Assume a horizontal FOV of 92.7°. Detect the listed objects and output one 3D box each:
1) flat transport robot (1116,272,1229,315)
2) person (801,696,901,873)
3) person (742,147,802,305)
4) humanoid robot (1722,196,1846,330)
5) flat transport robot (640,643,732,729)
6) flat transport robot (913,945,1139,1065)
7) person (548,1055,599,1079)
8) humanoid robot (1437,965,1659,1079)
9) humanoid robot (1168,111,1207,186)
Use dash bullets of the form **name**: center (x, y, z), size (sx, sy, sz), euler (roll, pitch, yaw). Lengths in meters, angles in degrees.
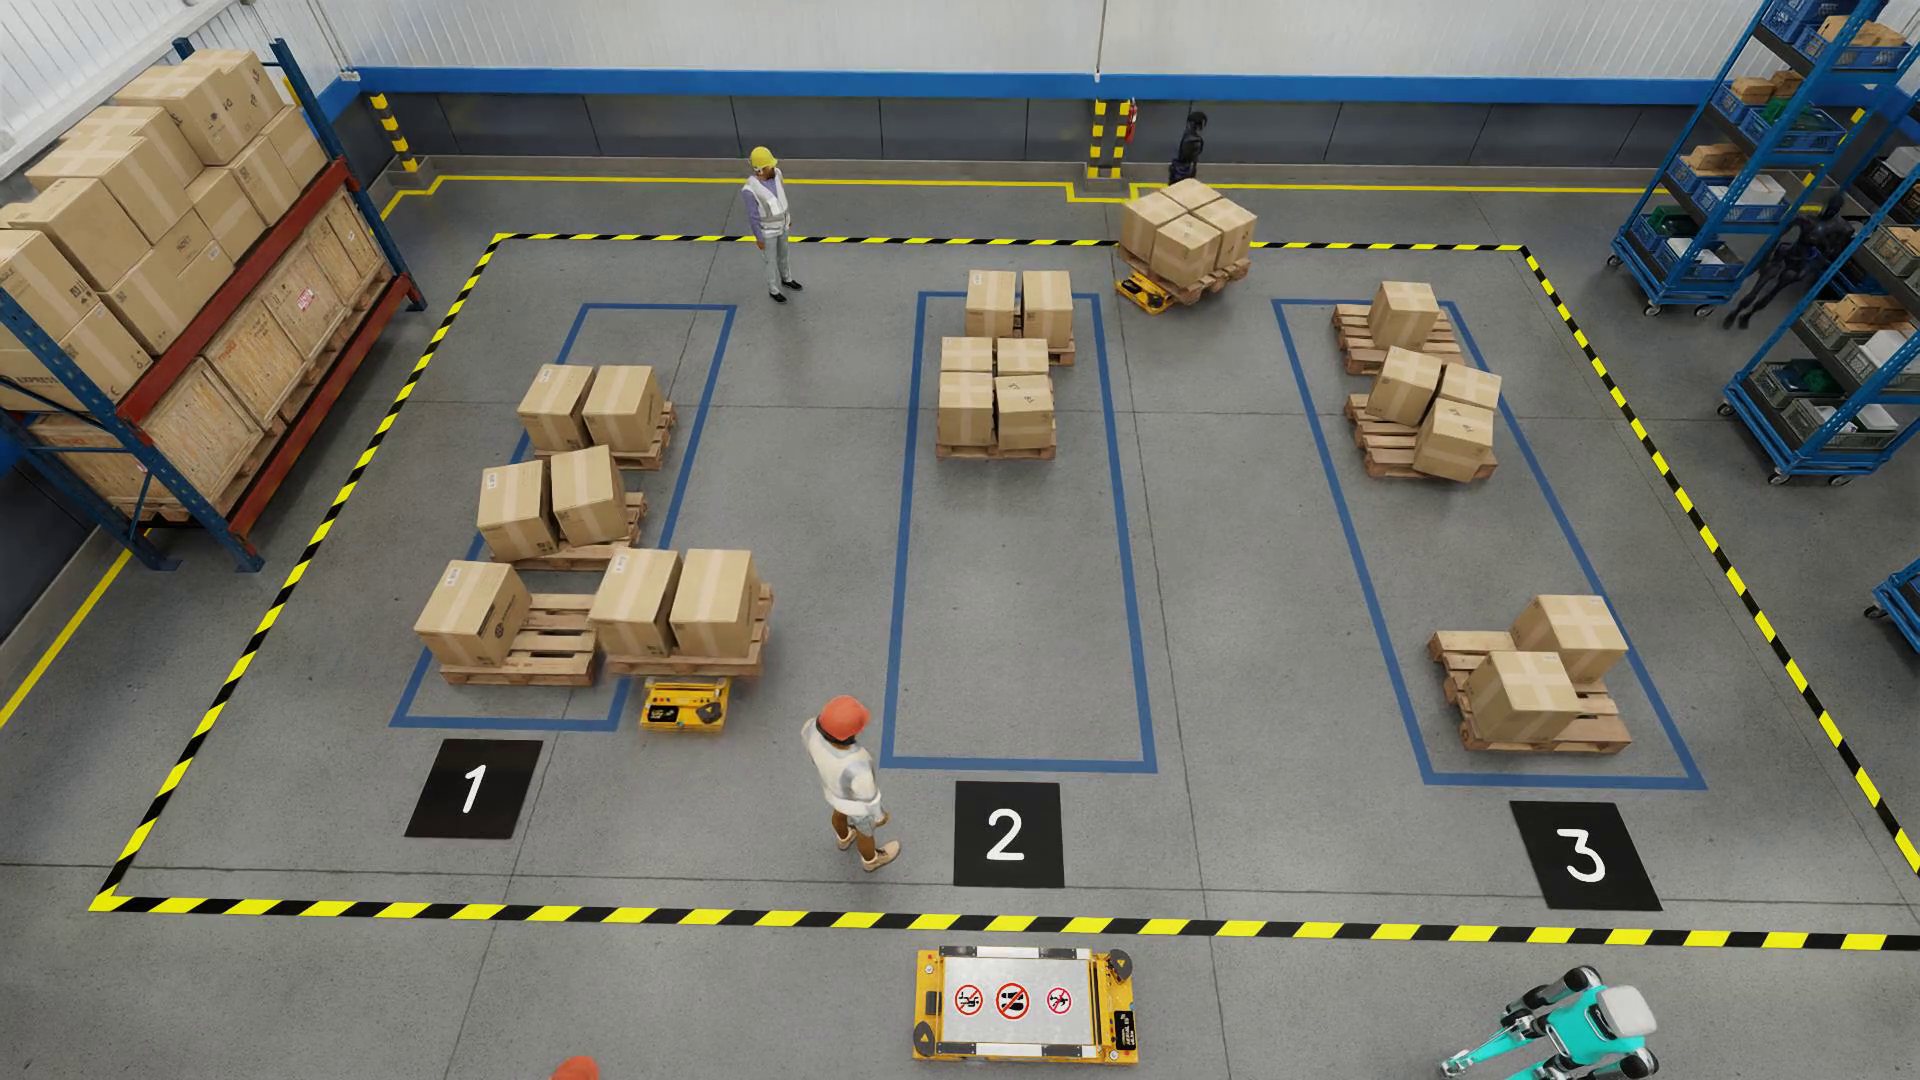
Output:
- **flat transport robot**: center (2.645, -3.217, 11.090), size (1.431, 0.197, 0.652), euler (-30, 57, -22)
- **person**: center (-0.700, 1.620, 6.028), size (0.605, 2.034, 0.387), euler (37, 59, 26)
- **person**: center (-2.113, -3.560, 10.378), size (0.404, 1.830, 0.600), euler (24, 55, 18)
- **humanoid robot**: center (9.072, -3.008, 10.035), size (0.596, 1.641, 0.427), euler (23, 54, 18)
- **flat transport robot**: center (-2.215, 0.900, 7.734), size (0.652, 0.197, 1.431), euler (1, 51, 1)
- **flat transport robot**: center (0.422, 3.041, 6.007), size (1.431, 0.231, 0.659), euler (1, 51, 1)
- **person**: center (-1.782, 3.088, 4.825), size (0.613, 2.042, 0.370), euler (-5, 51, -4)
- **humanoid robot**: center (3.098, 2.883, 5.101), size (0.735, 1.677, 0.533), euler (-12, 52, -10)
- **humanoid robot**: center (2.756, -4.428, 11.195), size (0.617, 1.641, 0.584), euler (-7, 51, -6)
